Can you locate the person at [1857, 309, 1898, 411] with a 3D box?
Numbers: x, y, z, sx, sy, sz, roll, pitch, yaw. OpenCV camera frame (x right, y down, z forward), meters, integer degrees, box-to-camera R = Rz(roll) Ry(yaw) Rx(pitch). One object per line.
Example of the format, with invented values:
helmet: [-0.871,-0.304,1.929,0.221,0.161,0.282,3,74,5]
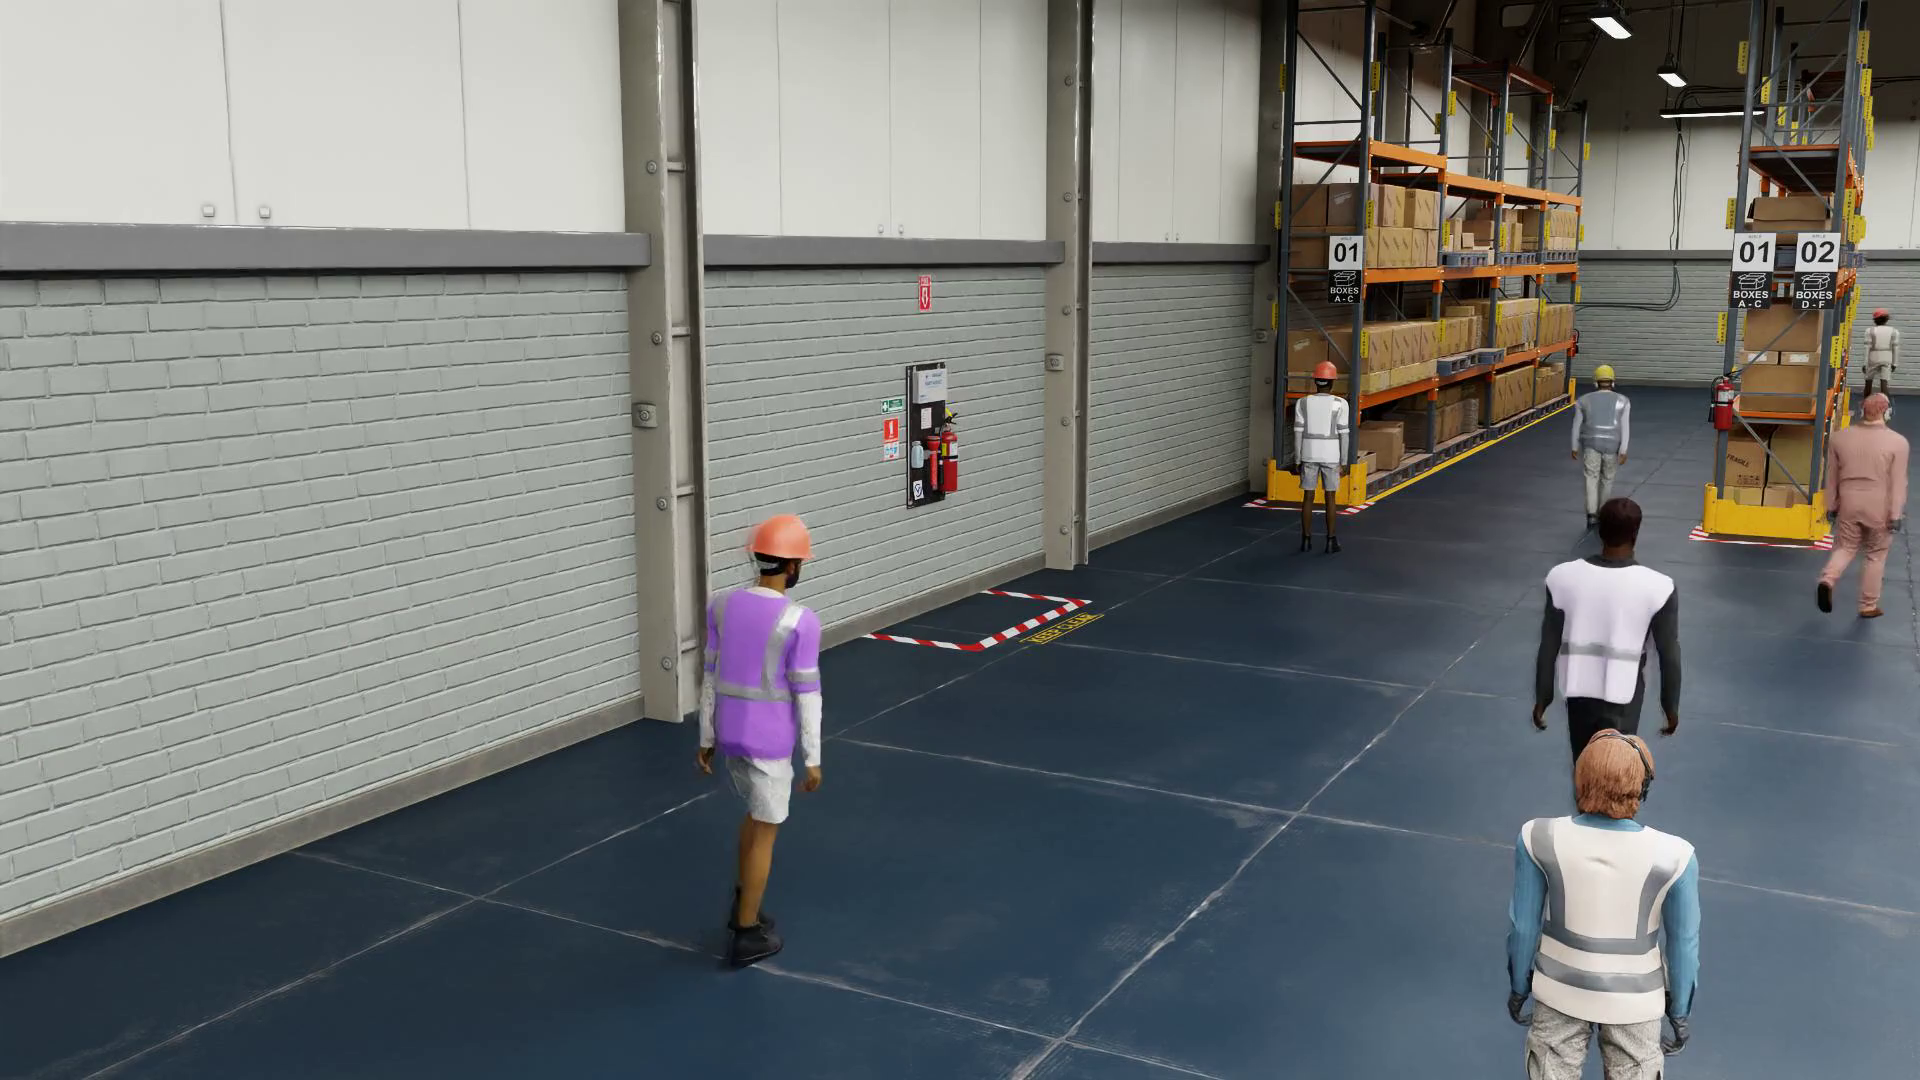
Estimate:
person: [17.443,-3.386,31.617,0.650,1.981,1.038,2,10,10]

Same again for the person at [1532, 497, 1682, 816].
person: [3.098,0.724,7.923,0.620,1.861,1.019,8,12,38]

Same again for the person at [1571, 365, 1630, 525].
person: [7.167,-1.063,18.640,0.601,1.782,0.979,4,10,22]

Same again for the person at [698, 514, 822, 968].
person: [-0.836,0.844,7.068,0.571,1.907,0.530,6,12,33]

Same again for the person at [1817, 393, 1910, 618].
person: [7.425,-0.268,13.678,0.635,1.888,0.643,-7,12,-35]

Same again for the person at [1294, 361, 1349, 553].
person: [3.656,-0.836,16.834,0.548,1.936,0.378,4,11,23]

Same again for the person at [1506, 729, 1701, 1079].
person: [1.861,1.359,4.855,0.522,1.640,0.305,4,11,24]
